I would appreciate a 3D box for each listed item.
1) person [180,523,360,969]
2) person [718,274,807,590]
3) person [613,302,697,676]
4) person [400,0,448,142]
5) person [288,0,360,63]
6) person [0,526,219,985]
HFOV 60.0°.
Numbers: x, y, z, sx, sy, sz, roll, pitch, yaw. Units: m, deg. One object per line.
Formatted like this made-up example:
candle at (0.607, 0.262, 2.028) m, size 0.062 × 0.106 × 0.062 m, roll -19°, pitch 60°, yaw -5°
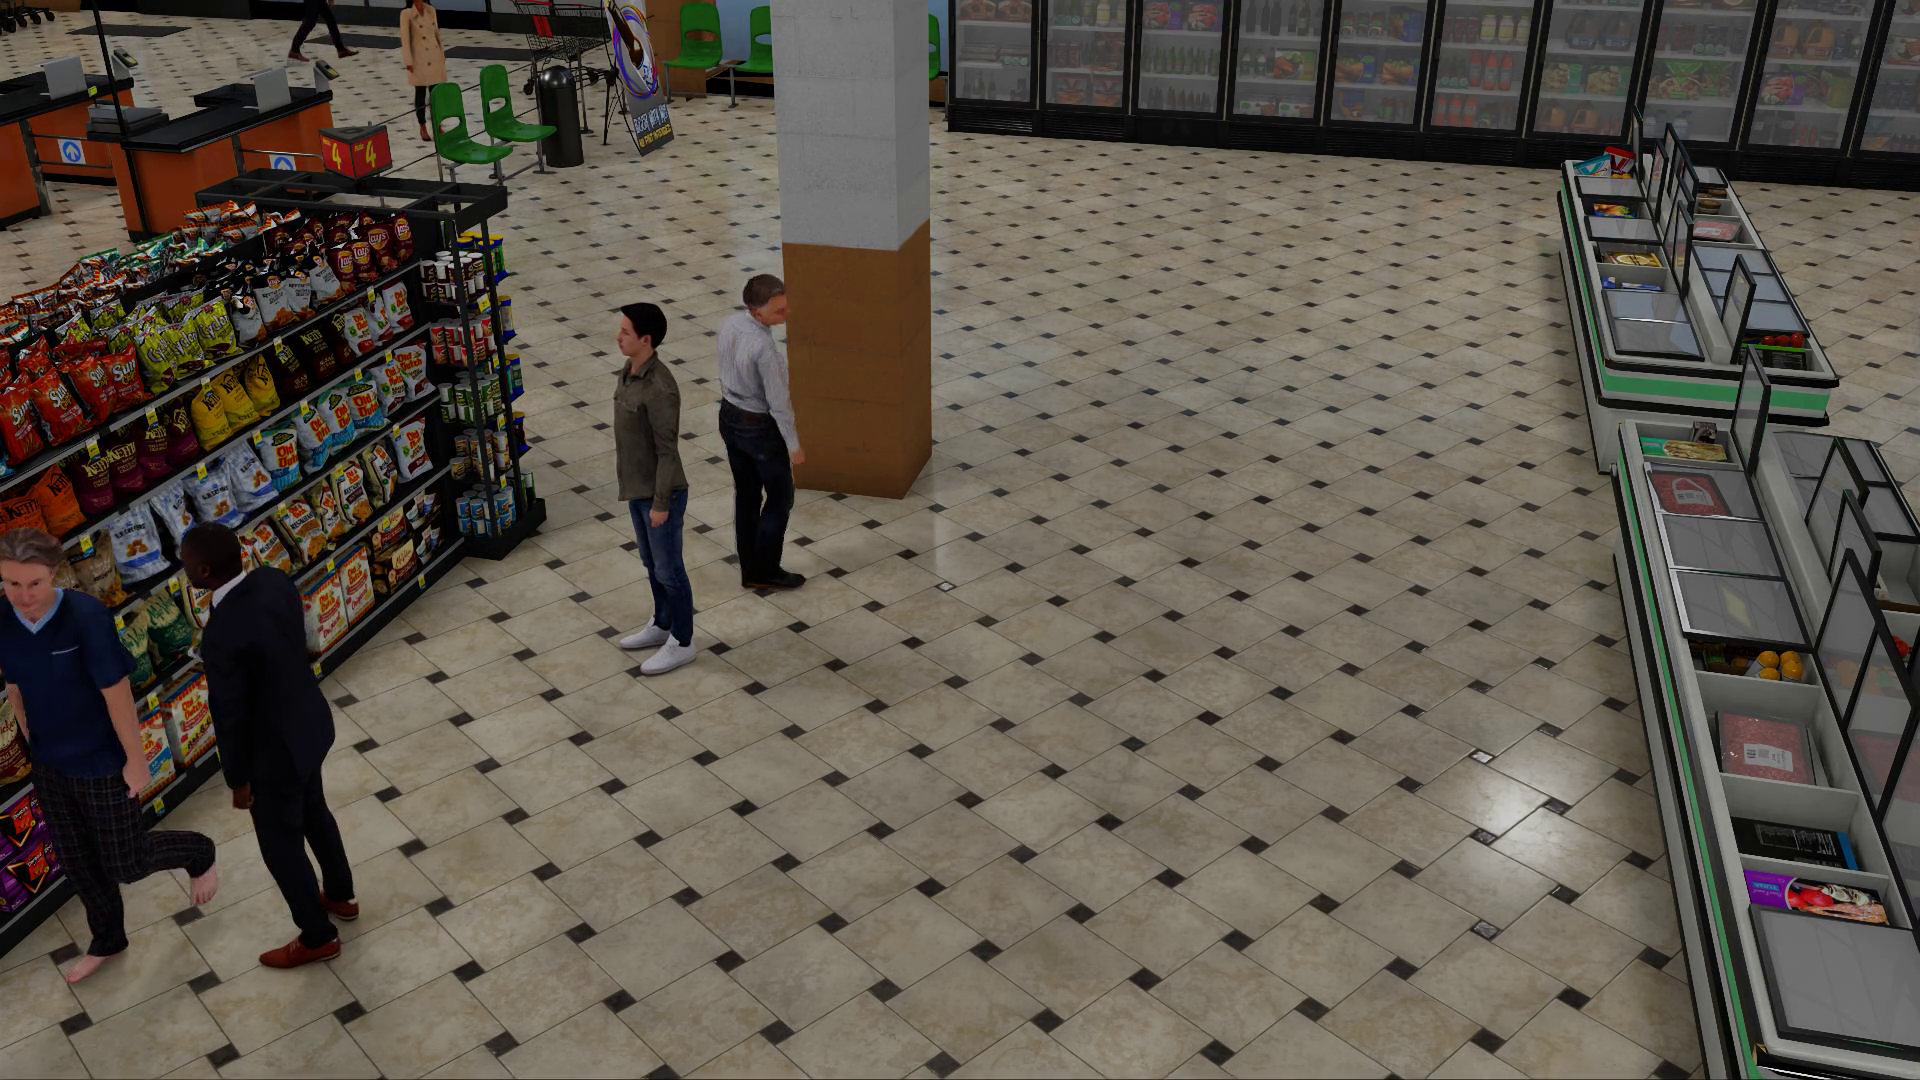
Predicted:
person at (-2.492, 0.747, 6.120) m, size 0.800 × 1.811 × 0.612 m, roll 3°, pitch 27°, yaw 5°
person at (-1.084, -0.585, 8.793) m, size 0.778 × 1.770 × 0.766 m, roll 16°, pitch 31°, yaw 28°
person at (-1.467, -0.255, 8.036) m, size 0.840 × 1.865 × 0.779 m, roll -15°, pitch 30°, yaw -26°
person at (-5.777, -5.176, 17.944) m, size 0.785 × 1.680 × 0.637 m, roll 22°, pitch 34°, yaw 36°
person at (-8.509, -7.073, 21.675) m, size 1.166 × 1.690 × 1.137 m, roll -13°, pitch 30°, yaw -25°
person at (-3.132, 0.751, 6.077) m, size 0.702 × 1.843 × 0.850 m, roll 6°, pitch 28°, yaw 12°
